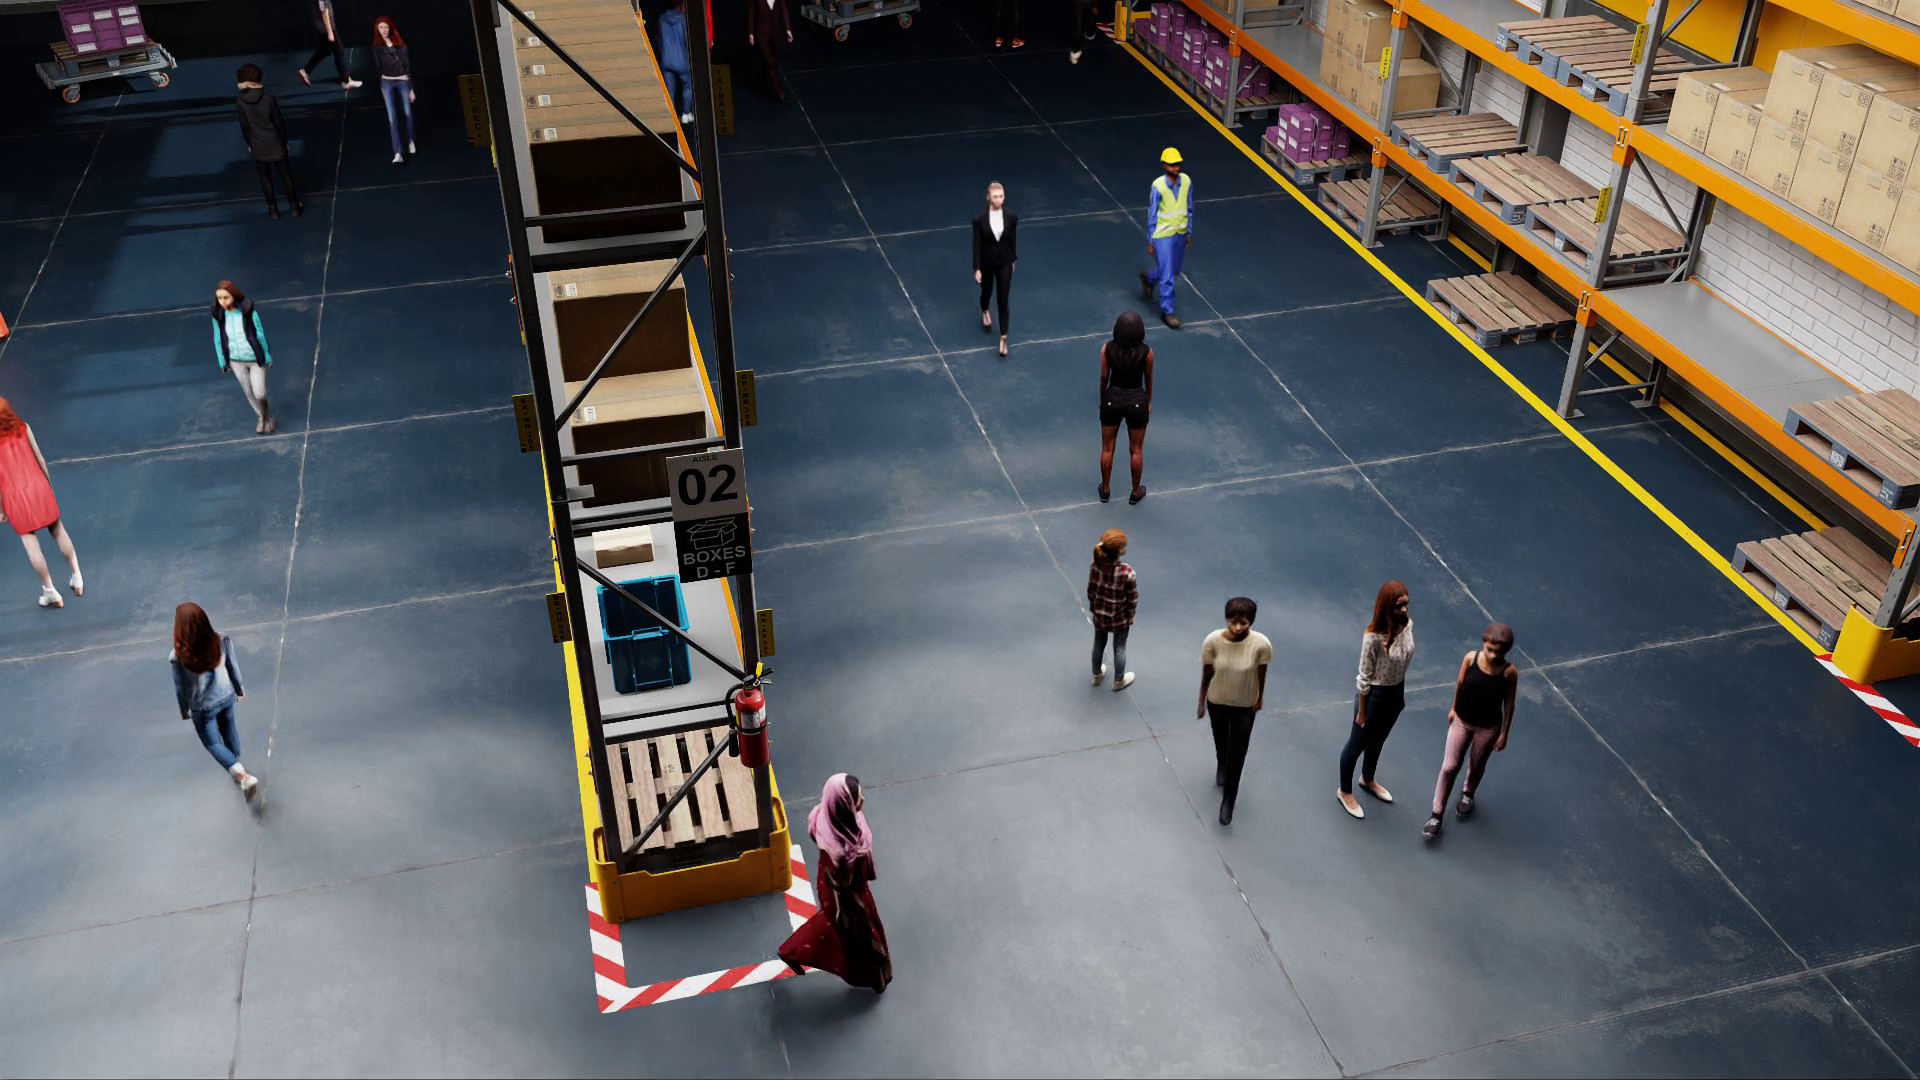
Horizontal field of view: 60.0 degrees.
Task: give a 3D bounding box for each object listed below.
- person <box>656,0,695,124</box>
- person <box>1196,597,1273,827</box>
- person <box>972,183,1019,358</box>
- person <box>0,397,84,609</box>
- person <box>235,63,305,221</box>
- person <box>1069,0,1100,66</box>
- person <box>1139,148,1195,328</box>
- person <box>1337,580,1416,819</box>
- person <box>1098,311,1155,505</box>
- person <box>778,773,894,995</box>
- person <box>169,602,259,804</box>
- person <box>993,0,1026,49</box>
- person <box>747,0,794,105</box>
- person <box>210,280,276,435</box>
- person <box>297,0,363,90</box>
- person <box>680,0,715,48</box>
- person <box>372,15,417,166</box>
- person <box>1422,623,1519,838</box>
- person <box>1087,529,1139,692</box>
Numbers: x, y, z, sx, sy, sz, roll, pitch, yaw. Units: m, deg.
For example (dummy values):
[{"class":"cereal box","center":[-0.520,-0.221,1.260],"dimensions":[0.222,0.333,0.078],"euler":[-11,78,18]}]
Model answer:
[{"class":"person","center":[-3.631,-6.089,21.207],"dimensions":[0.950,1.779,1.009],"euler":[7,34,11]},{"class":"person","center":[1.765,0.992,10.750],"dimensions":[0.880,1.562,1.020],"euler":[9,35,14]},{"class":"person","center":[0.312,-2.689,16.196],"dimensions":[0.708,1.665,1.102],"euler":[-5,34,-7]},{"class":"person","center":[-6.992,-0.307,12.467],"dimensions":[0.712,1.826,0.670],"euler":[21,39,29]},{"class":"person","center":[-7.840,-4.503,18.825],"dimensions":[0.605,1.776,0.581],"euler":[-8,34,-12]},{"class":"person","center":[1.763,-7.678,23.711],"dimensions":[0.688,1.655,0.909],"euler":[-4,34,-7]},{"class":"person","center":[2.060,-3.076,16.663],"dimensions":[0.837,1.793,1.109],"euler":[-17,37,-24]},{"class":"person","center":[2.667,0.985,10.611],"dimensions":[0.636,1.729,0.611],"euler":[-21,39,-28]},{"class":"person","center":[1.357,-1.098,13.733],"dimensions":[0.666,1.741,0.653],"euler":[6,34,9]},{"class":"person","center":[-0.723,1.933,9.285],"dimensions":[0.749,1.618,0.835],"euler":[-5,34,-7]},{"class":"person","center":[-4.802,1.063,10.732],"dimensions":[0.950,1.464,0.827],"euler":[27,42,34]},{"class":"person","center":[0.699,-8.124,24.235],"dimensions":[0.766,1.817,0.787],"euler":[10,35,14]},{"class":"person","center":[-2.605,-6.782,22.225],"dimensions":[0.998,1.807,1.304],"euler":[-23,40,-31]},{"class":"person","center":[-6.329,-1.654,14.799],"dimensions":[0.632,1.487,0.664],"euler":[-2,34,-3]},{"class":"person","center":[-8.658,-6.910,22.477],"dimensions":[0.884,1.742,1.052],"euler":[-19,38,-26]},{"class":"person","center":[-3.447,-6.557,21.961],"dimensions":[0.769,1.725,1.067],"euler":[-17,37,-24]},{"class":"person","center":[-6.889,-5.558,20.436],"dimensions":[0.689,1.750,1.160],"euler":[-5,34,-7]},{"class":"person","center":[3.299,1.136,10.555],"dimensions":[0.870,1.539,0.945],"euler":[17,37,24]},{"class":"person","center":[1.069,0.491,11.736],"dimensions":[0.598,1.306,0.657],"euler":[18,38,25]}]
